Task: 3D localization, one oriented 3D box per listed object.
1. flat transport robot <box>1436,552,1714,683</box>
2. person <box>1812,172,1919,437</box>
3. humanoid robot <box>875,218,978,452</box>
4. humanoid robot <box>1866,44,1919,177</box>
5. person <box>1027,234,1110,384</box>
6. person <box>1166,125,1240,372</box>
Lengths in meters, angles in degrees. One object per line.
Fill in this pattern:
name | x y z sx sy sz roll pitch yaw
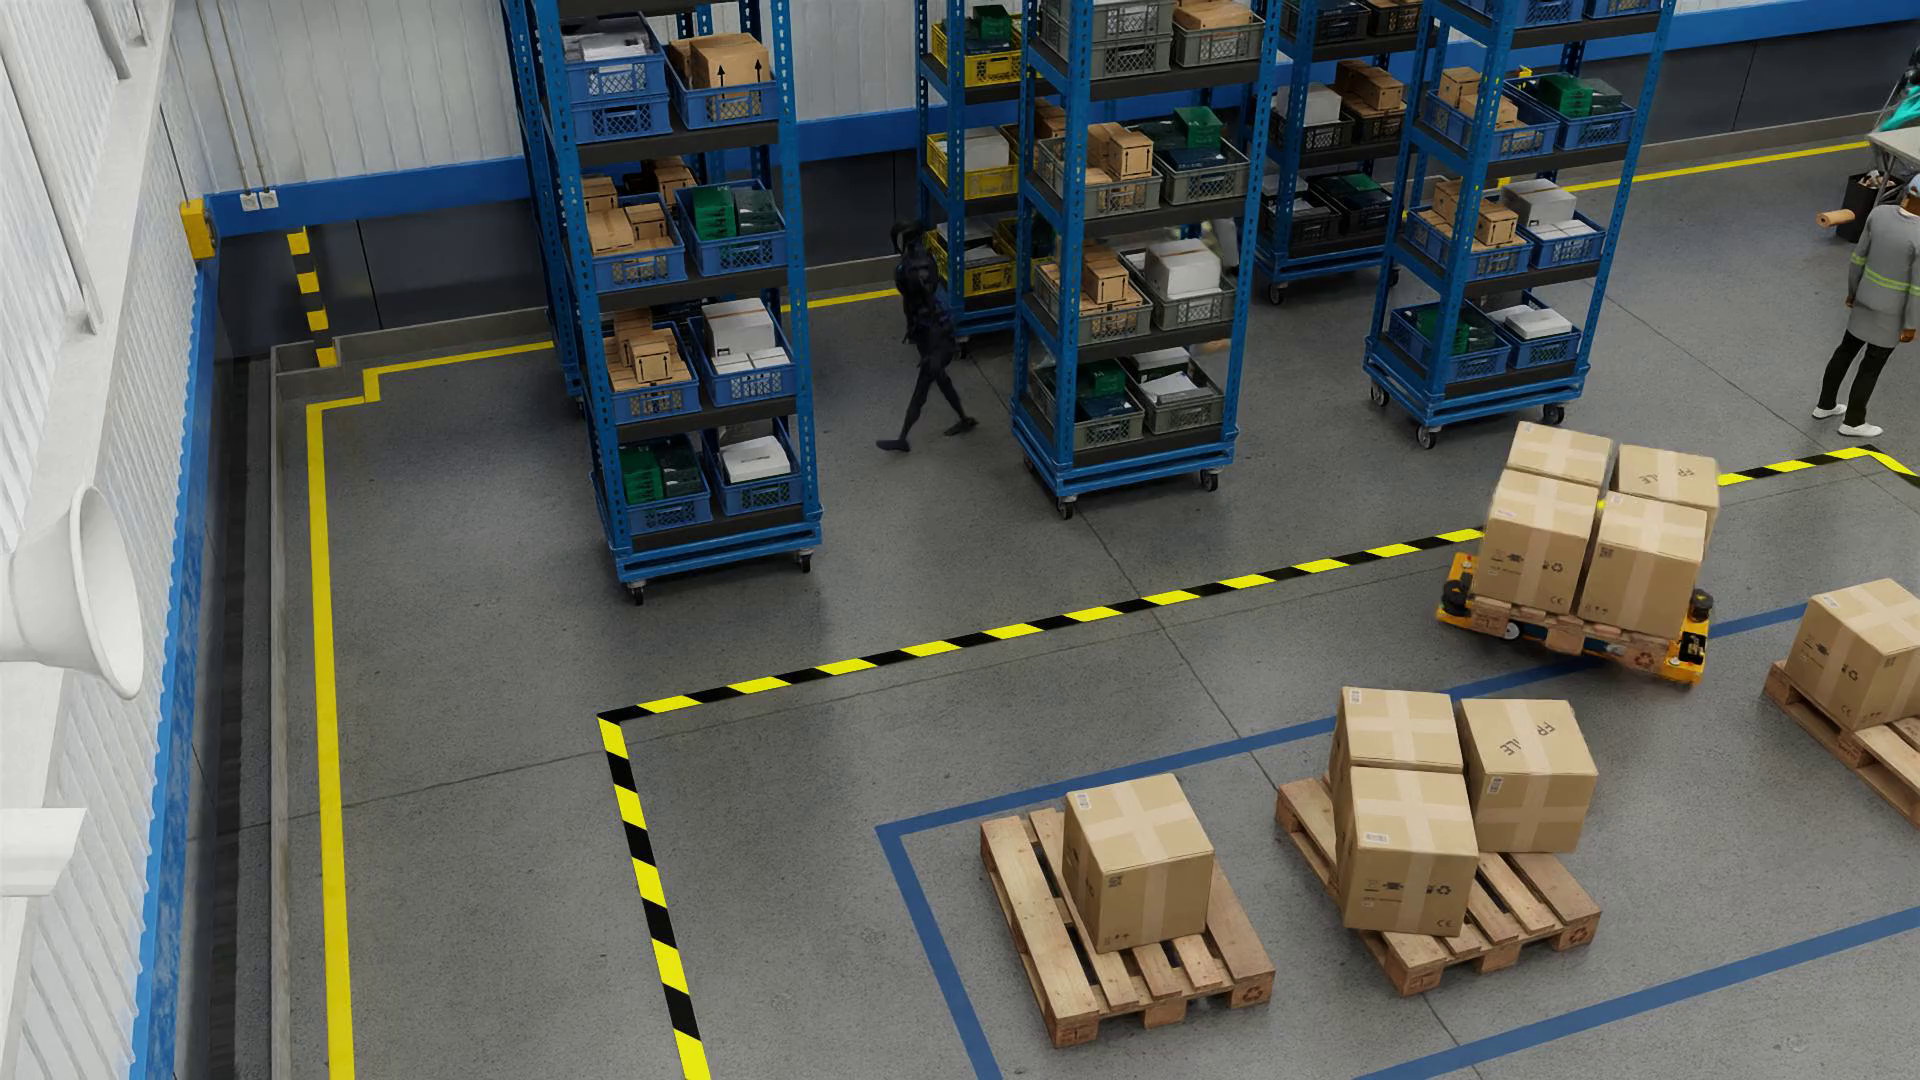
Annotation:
flat transport robot | 3.511 0.377 9.496 1.431 0.197 0.652 14 38 19
person | 6.057 -1.546 10.874 0.384 1.851 0.596 -11 37 -15
humanoid robot | -0.222 -1.324 10.737 0.769 1.625 0.609 -12 37 -16
humanoid robot | 8.098 -3.806 14.173 0.978 1.734 0.540 -9 36 -12
person | 0.767 -1.645 10.962 0.529 1.914 0.687 1 35 1
person | 1.771 -2.025 11.589 0.790 1.818 0.631 -9 36 -13
